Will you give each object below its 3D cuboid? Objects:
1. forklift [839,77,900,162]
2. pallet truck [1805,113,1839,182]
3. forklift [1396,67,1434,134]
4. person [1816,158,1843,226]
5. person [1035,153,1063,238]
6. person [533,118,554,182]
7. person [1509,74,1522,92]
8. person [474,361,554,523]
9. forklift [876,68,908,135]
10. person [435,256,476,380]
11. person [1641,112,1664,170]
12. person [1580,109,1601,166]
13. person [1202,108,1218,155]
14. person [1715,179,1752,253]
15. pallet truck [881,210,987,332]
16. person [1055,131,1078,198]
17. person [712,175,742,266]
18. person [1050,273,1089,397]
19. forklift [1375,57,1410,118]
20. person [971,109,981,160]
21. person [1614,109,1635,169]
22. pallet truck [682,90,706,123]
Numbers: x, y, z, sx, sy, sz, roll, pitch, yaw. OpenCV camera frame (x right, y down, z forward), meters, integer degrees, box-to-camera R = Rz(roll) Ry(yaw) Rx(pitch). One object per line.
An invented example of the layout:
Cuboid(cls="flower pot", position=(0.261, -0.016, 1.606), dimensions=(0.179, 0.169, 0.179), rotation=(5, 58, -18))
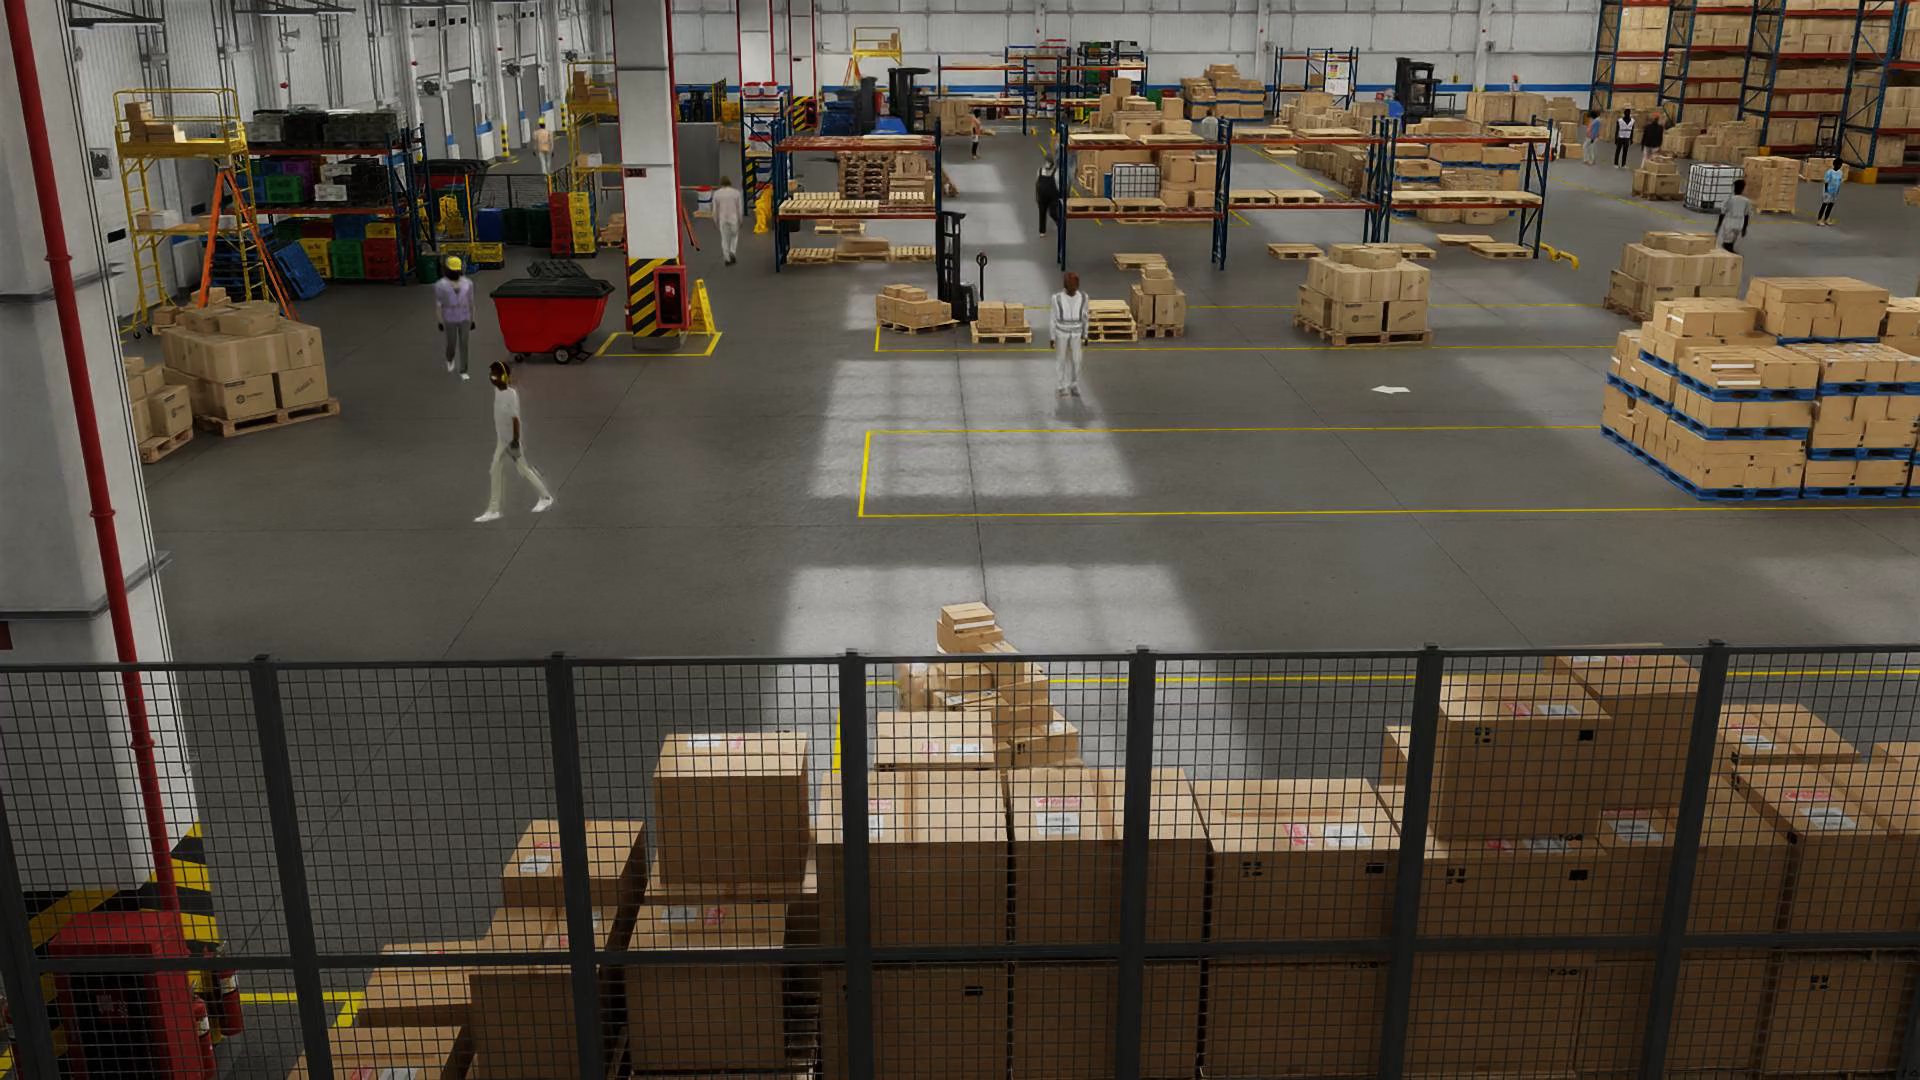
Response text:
Cuboid(cls="forklift", position=(-2.996, -13.906, 55.124), dimensions=(1.873, 2.768, 1.129), rotation=(4, 19, 11))
Cuboid(cls="pallet truck", position=(26.403, -11.957, 50.702), dimensions=(0.823, 1.965, 1.885), rotation=(6, 19, 16))
Cuboid(cls="forklift", position=(16.949, -16.123, 61.702), dimensions=(1.129, 2.768, 1.873), rotation=(-1, 19, -2))
Cuboid(cls="person", position=(21.699, -8.660, 41.415), dimensions=(0.533, 1.686, 0.335), rotation=(-8, 20, -21))
Cuboid(cls="person", position=(2.133, -8.234, 39.591), dimensions=(0.720, 2.000, 0.697), rotation=(8, 20, 23))
Cuboid(cls="person", position=(-12.691, -11.885, 50.682), dimensions=(0.589, 1.875, 0.993), rotation=(-9, 20, -24))
Cuboid(cls="person", position=(24.616, -19.694, 73.813), dimensions=(0.558, 1.886, 0.712), rotation=(-1, 19, -2))
Cuboid(cls="person", position=(-5.094, -1.140, 18.886), dimensions=(0.951, 1.832, 0.536), rotation=(-17, 25, -40))
Cuboid(cls="forklift", position=(-2.271, -15.727, 60.526), dimensions=(1.873, 2.768, 1.129), rotation=(-10, 21, -28))
Cuboid(cls="person", position=(-7.735, -3.430, 25.546), dimensions=(0.584, 1.908, 0.562), rotation=(-10, 21, -27))
Cuboid(cls="person", position=(21.477, -12.266, 51.649), dimensions=(0.629, 1.975, 0.614), rotation=(14, 23, 35))
Cuboid(cls="person", position=(20.820, -13.291, 54.934), dimensions=(0.602, 1.818, 0.639), rotation=(2, 19, 5))
Cuboid(cls="person", position=(8.046, -12.975, 53.816), dimensions=(0.638, 1.937, 0.356), rotation=(-12, 22, -31))
Cuboid(cls="person", position=(16.207, -6.564, 34.799), dimensions=(0.612, 1.940, 0.871), rotation=(-2, 19, -7))
Cuboid(cls="pallet truck", position=(-0.493, -4.759, 29.349), dimensions=(1.885, 1.965, 0.823), rotation=(-13, 23, -34))
Cuboid(cls="person", position=(2.939, -10.324, 45.979), dimensions=(0.647, 1.924, 0.657), rotation=(-1, 19, -3))
Cuboid(cls="person", position=(-4.989, -6.869, 35.718), dimensions=(0.652, 1.918, 0.670), rotation=(-2, 19, -4))
Cuboid(cls="person", position=(1.602, -2.993, 24.351), dimensions=(0.582, 1.853, 0.490), rotation=(-2, 19, -7))
Cuboid(cls="forklift", position=(18.203, -18.491, 68.726), dimensions=(1.873, 2.768, 1.129), rotation=(-1, 19, -1))
Cuboid(cls="person", position=(0.557, -13.895, 56.915), dimensions=(0.317, 1.695, 0.540), rotation=(6, 19, 17))
Cuboid(cls="person", position=(21.585, -13.056, 54.103), dimensions=(0.594, 1.913, 0.384), rotation=(-1, 19, -3))
Cuboid(cls="pallet truck", position=(-9.671, -15.907, 62.421), dimensions=(0.823, 1.965, 1.885), rotation=(5, 19, 15))
